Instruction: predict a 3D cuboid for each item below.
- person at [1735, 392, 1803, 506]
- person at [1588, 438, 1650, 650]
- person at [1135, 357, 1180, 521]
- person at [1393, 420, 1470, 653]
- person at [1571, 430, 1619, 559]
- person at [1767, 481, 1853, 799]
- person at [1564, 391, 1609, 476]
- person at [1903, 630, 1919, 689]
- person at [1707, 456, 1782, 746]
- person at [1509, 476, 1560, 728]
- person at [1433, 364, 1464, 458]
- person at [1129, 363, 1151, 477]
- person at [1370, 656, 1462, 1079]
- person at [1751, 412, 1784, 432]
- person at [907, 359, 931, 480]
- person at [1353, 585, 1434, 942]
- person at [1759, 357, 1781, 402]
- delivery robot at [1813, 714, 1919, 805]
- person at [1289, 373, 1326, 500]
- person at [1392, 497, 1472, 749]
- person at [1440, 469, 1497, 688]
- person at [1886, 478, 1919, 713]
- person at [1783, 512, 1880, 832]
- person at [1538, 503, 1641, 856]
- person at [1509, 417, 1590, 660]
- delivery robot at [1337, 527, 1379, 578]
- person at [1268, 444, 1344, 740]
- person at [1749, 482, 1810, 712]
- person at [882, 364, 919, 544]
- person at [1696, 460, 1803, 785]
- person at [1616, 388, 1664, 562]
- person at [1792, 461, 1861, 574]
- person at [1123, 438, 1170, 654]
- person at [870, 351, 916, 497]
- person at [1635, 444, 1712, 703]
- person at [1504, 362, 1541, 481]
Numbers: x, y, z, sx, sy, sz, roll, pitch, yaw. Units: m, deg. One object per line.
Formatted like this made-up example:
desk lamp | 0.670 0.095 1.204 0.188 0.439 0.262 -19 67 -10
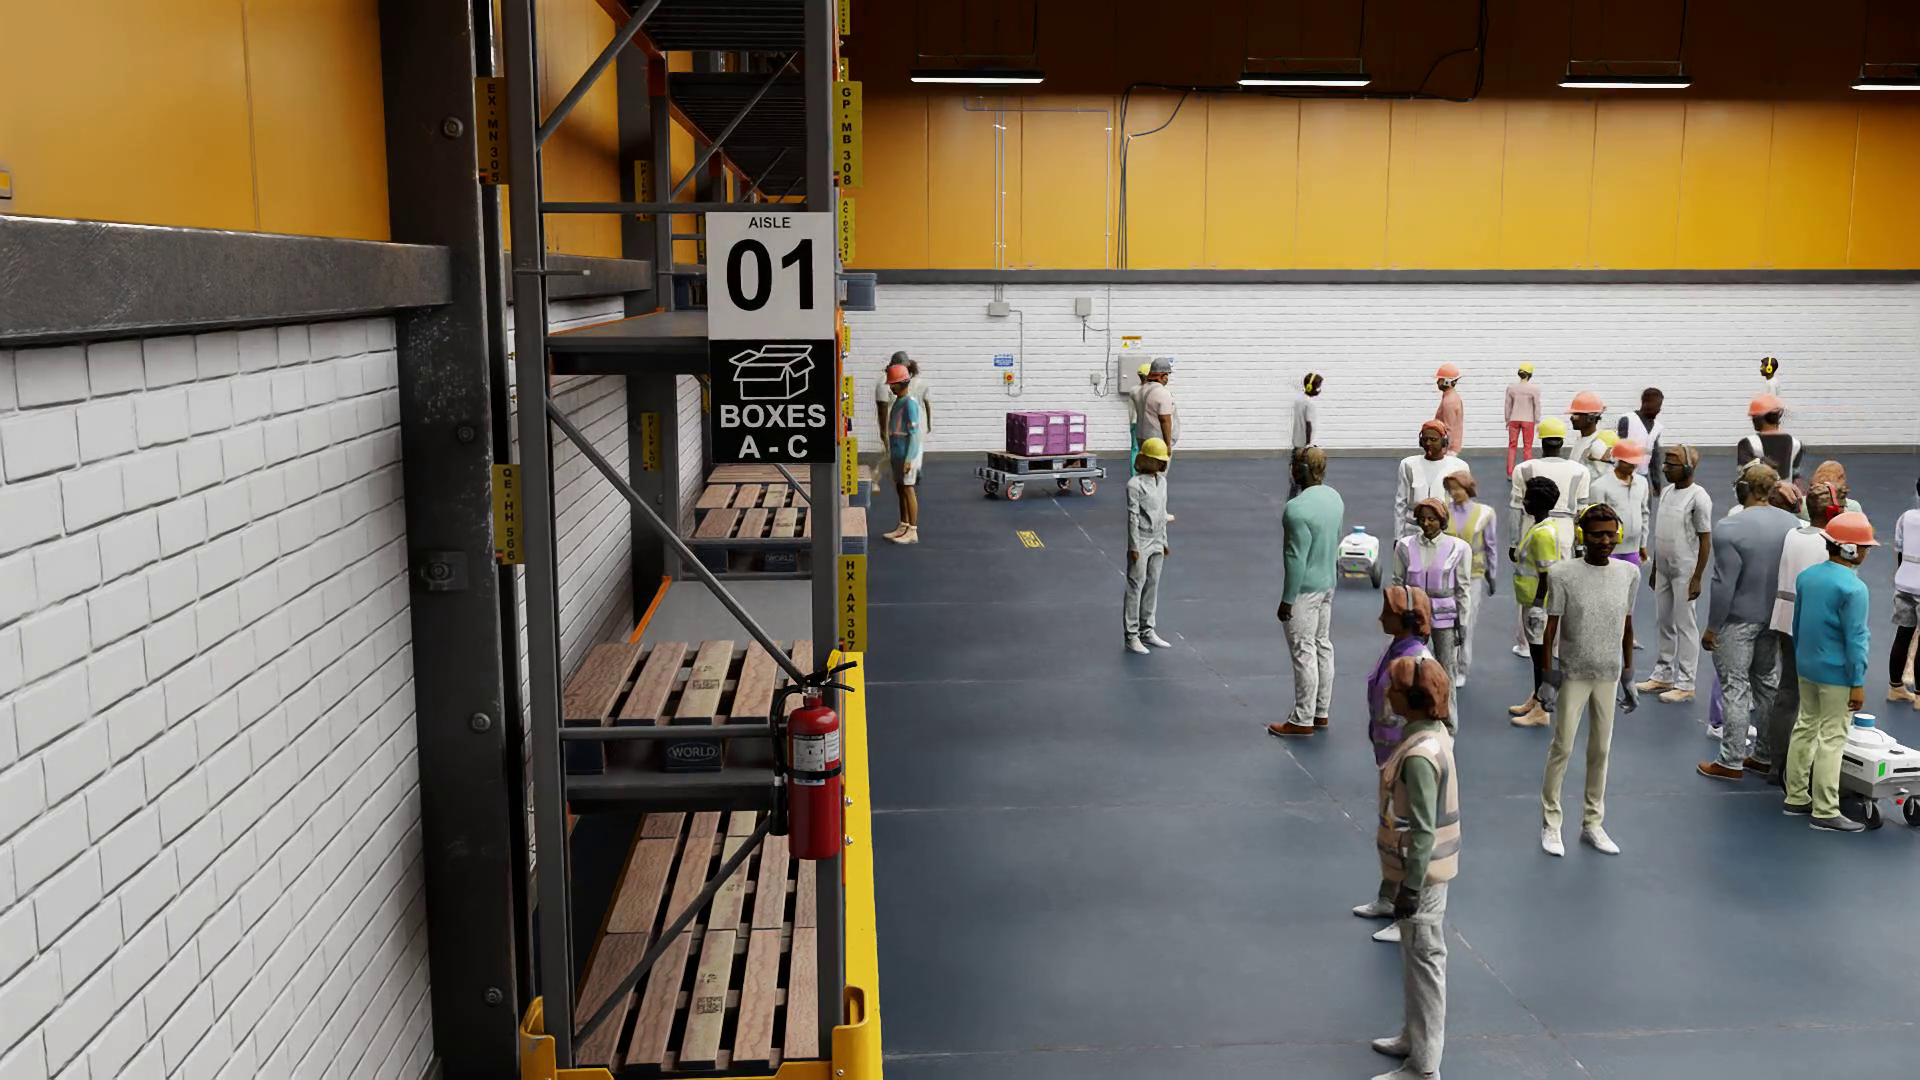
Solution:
person | 7.039 -0.269 14.473 0.639 2.020 0.622 -1 9 -8
person | 5.329 0.038 13.432 0.577 1.737 0.355 -3 10 -20
person | 2.467 -1.259 20.625 0.536 2.000 0.684 -4 10 -24
person | 3.782 -0.028 13.383 0.587 1.882 0.341 5 10 26
person | 5.430 -0.073 14.150 0.490 1.731 0.324 8 12 41
person | 4.956 0.576 9.703 0.388 1.847 0.564 -2 9 -10
person | 5.355 -0.254 14.301 0.391 2.045 0.608 1 9 4
person | 7.339 0.217 12.172 0.749 1.796 0.535 4 10 26
person | 5.117 0.387 10.808 0.526 1.875 0.315 -9 13 -44
person | 3.883 0.413 11.198 0.316 1.695 0.542 3 9 17
person | 5.741 -1.082 19.652 0.375 1.995 0.611 3 10 20
person | 2.658 -1.655 23.966 0.328 1.769 0.526 -8 12 -41
person | 1.702 1.236 6.206 0.315 1.640 0.515 3 10 18
person | 8.097 -0.500 16.754 0.342 1.749 0.573 5 10 29
person | -0.695 -1.748 24.394 0.525 1.813 0.654 1 9 5
person | 2.018 1.012 7.613 0.311 1.642 0.513 0 9 -1
person | 11.563 -1.682 23.815 0.310 1.868 0.532 4 10 25
delivery robot | 5.084 1.226 9.378 0.477 0.478 0.707 -2 9 -11
person | 4.278 -1.142 20.517 0.472 1.840 0.615 -2 9 -9
person | 3.008 0.535 10.648 0.507 1.631 0.310 5 10 30
person | 3.772 0.249 12.527 0.547 1.601 0.834 4 10 25
person | 6.724 0.351 11.591 0.318 1.697 0.536 -1 9 -8
person | 4.815 0.711 9.152 0.343 1.749 0.573 -1 9 -4
person | 3.293 0.726 8.696 0.532 1.868 0.310 -1 9 -4
person | 4.641 -0.010 13.164 0.587 1.920 0.397 2 9 11
delivery robot | 3.922 0.112 16.373 0.477 0.478 0.707 3 9 19
person | 2.277 0.336 10.924 0.367 1.939 0.634 7 11 36
person | 5.578 0.416 11.361 0.514 1.639 0.309 7 11 38
person | -0.671 -0.966 18.806 0.391 2.034 0.605 -3 10 -19
person | 4.715 0.492 9.945 0.635 1.937 0.354 -3 10 -20
person | 7.001 -0.640 17.324 0.697 1.869 0.366 -5 10 -27
person | 6.561 0.210 12.668 0.503 1.632 0.274 7 11 38
person | 1.533 0.039 13.421 0.305 1.739 0.484 8 12 40
person | -0.877 -1.570 22.577 0.644 2.000 0.698 6 11 33
person | 5.103 0.235 11.849 0.330 1.844 0.520 -2 9 -12
person | 8.262 -1.728 24.427 0.527 1.767 0.331 7 12 38
